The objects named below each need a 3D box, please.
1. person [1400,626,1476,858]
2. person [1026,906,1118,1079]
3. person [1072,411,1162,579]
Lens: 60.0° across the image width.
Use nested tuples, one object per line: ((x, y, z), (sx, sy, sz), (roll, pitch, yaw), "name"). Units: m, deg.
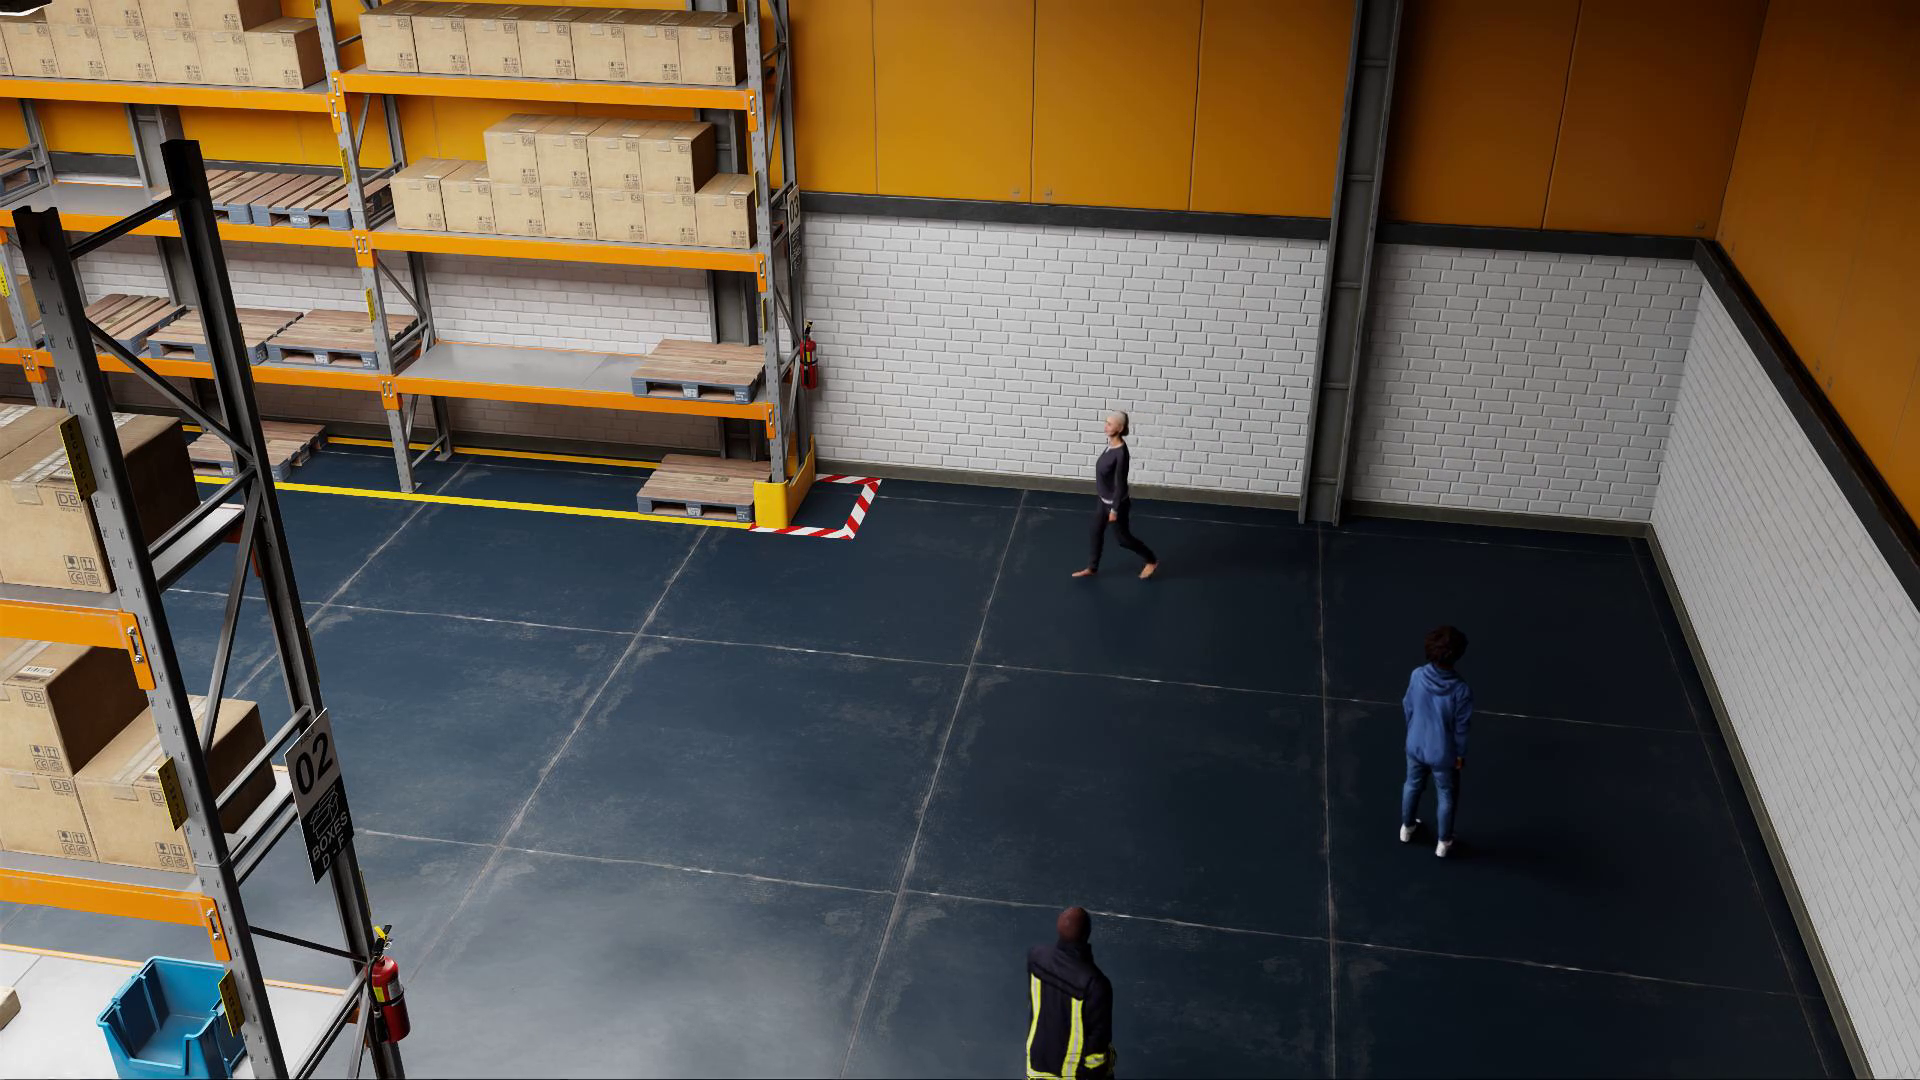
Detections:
((3.338, 1.446, 11.806), (0.874, 1.798, 0.774), (-25, 37, -38), "person")
((0.560, 2.825, 9.277), (1.116, 1.800, 1.107), (22, 36, 35), "person")
((1.502, -0.387, 15.270), (1.128, 1.699, 0.845), (-5, 29, -9), "person")
